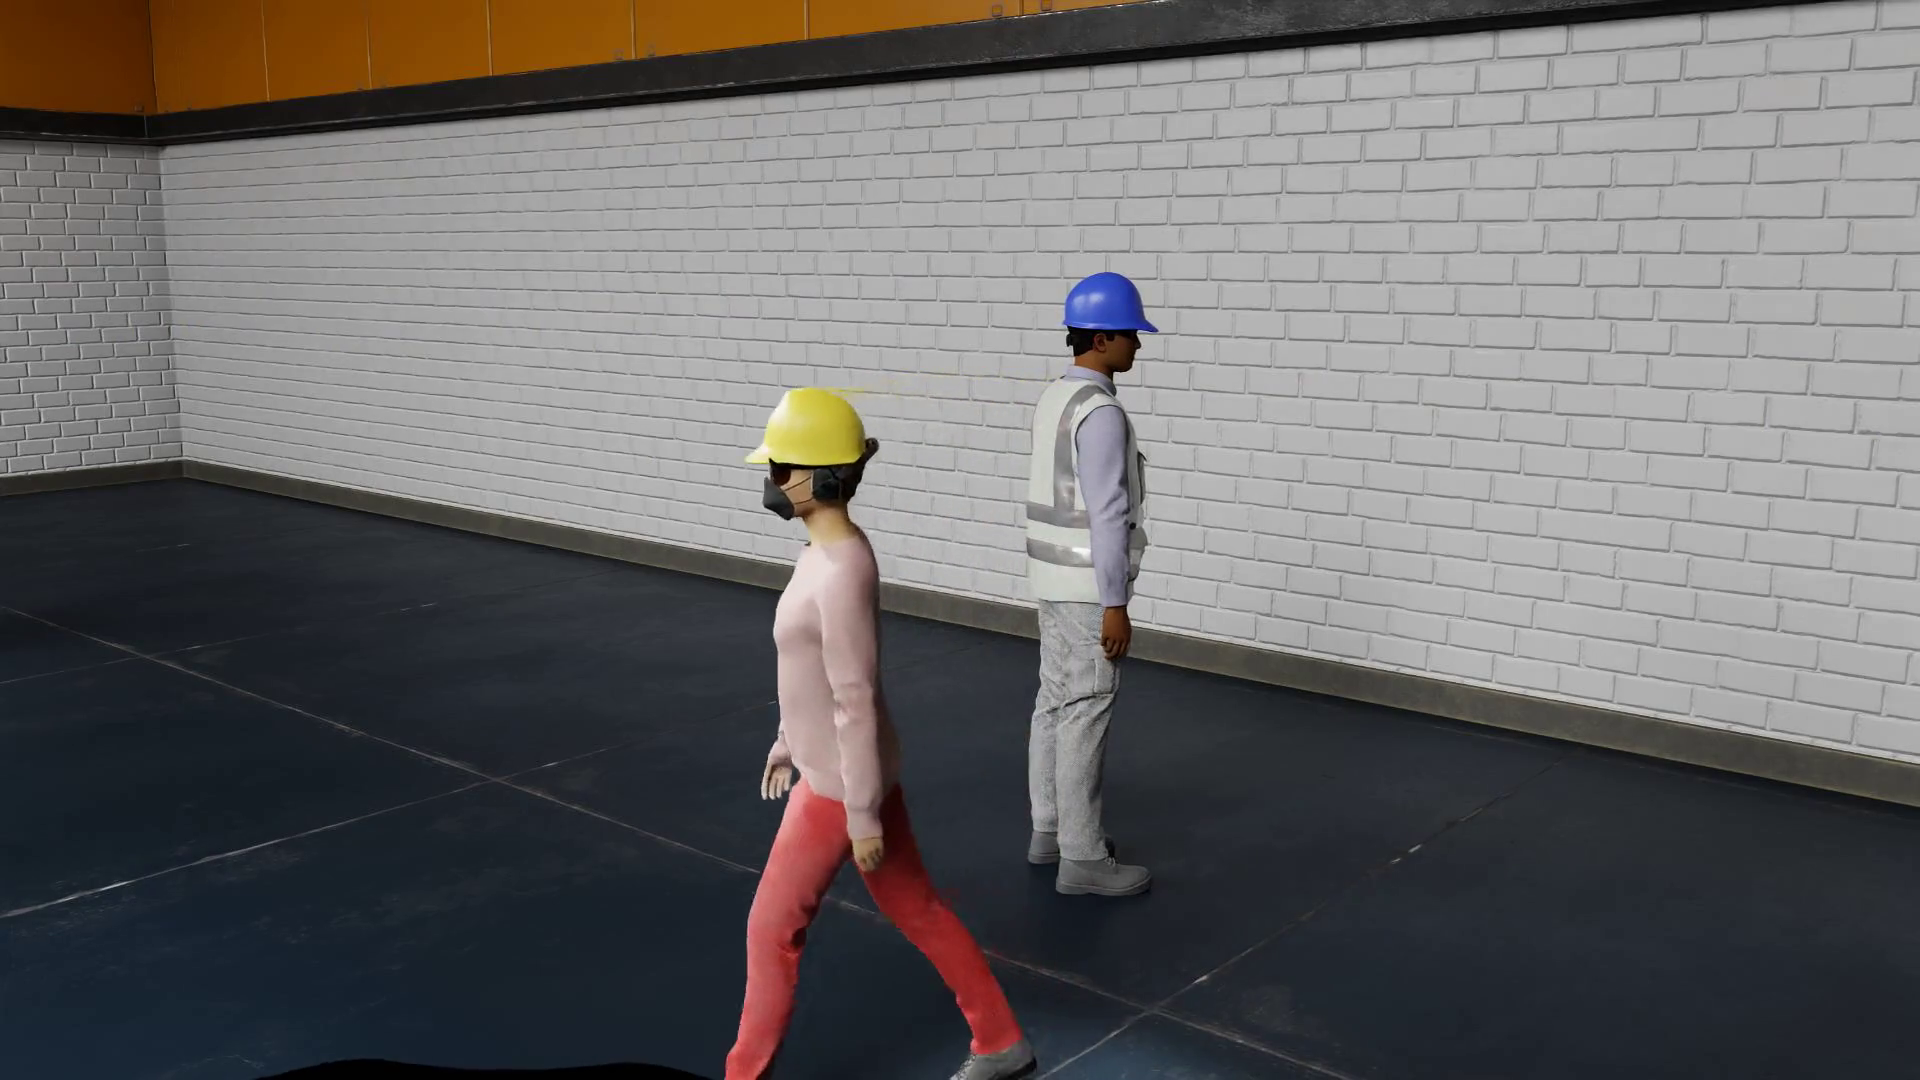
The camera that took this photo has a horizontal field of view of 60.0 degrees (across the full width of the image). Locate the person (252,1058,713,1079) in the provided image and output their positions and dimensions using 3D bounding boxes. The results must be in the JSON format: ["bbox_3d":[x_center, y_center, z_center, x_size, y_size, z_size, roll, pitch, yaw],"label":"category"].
[{"bbox_3d":[-0.278,0.927,1.008,0.516,1.865,0.325,0,10,0],"label":"person"}]

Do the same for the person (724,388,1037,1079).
[{"bbox_3d":[-0.237,0.515,3.750,0.907,1.727,0.518,-1,10,-3],"label":"person"}]

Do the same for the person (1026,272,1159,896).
[{"bbox_3d":[0.412,0.136,5.269,0.406,1.945,0.613,-2,10,-13],"label":"person"}]
